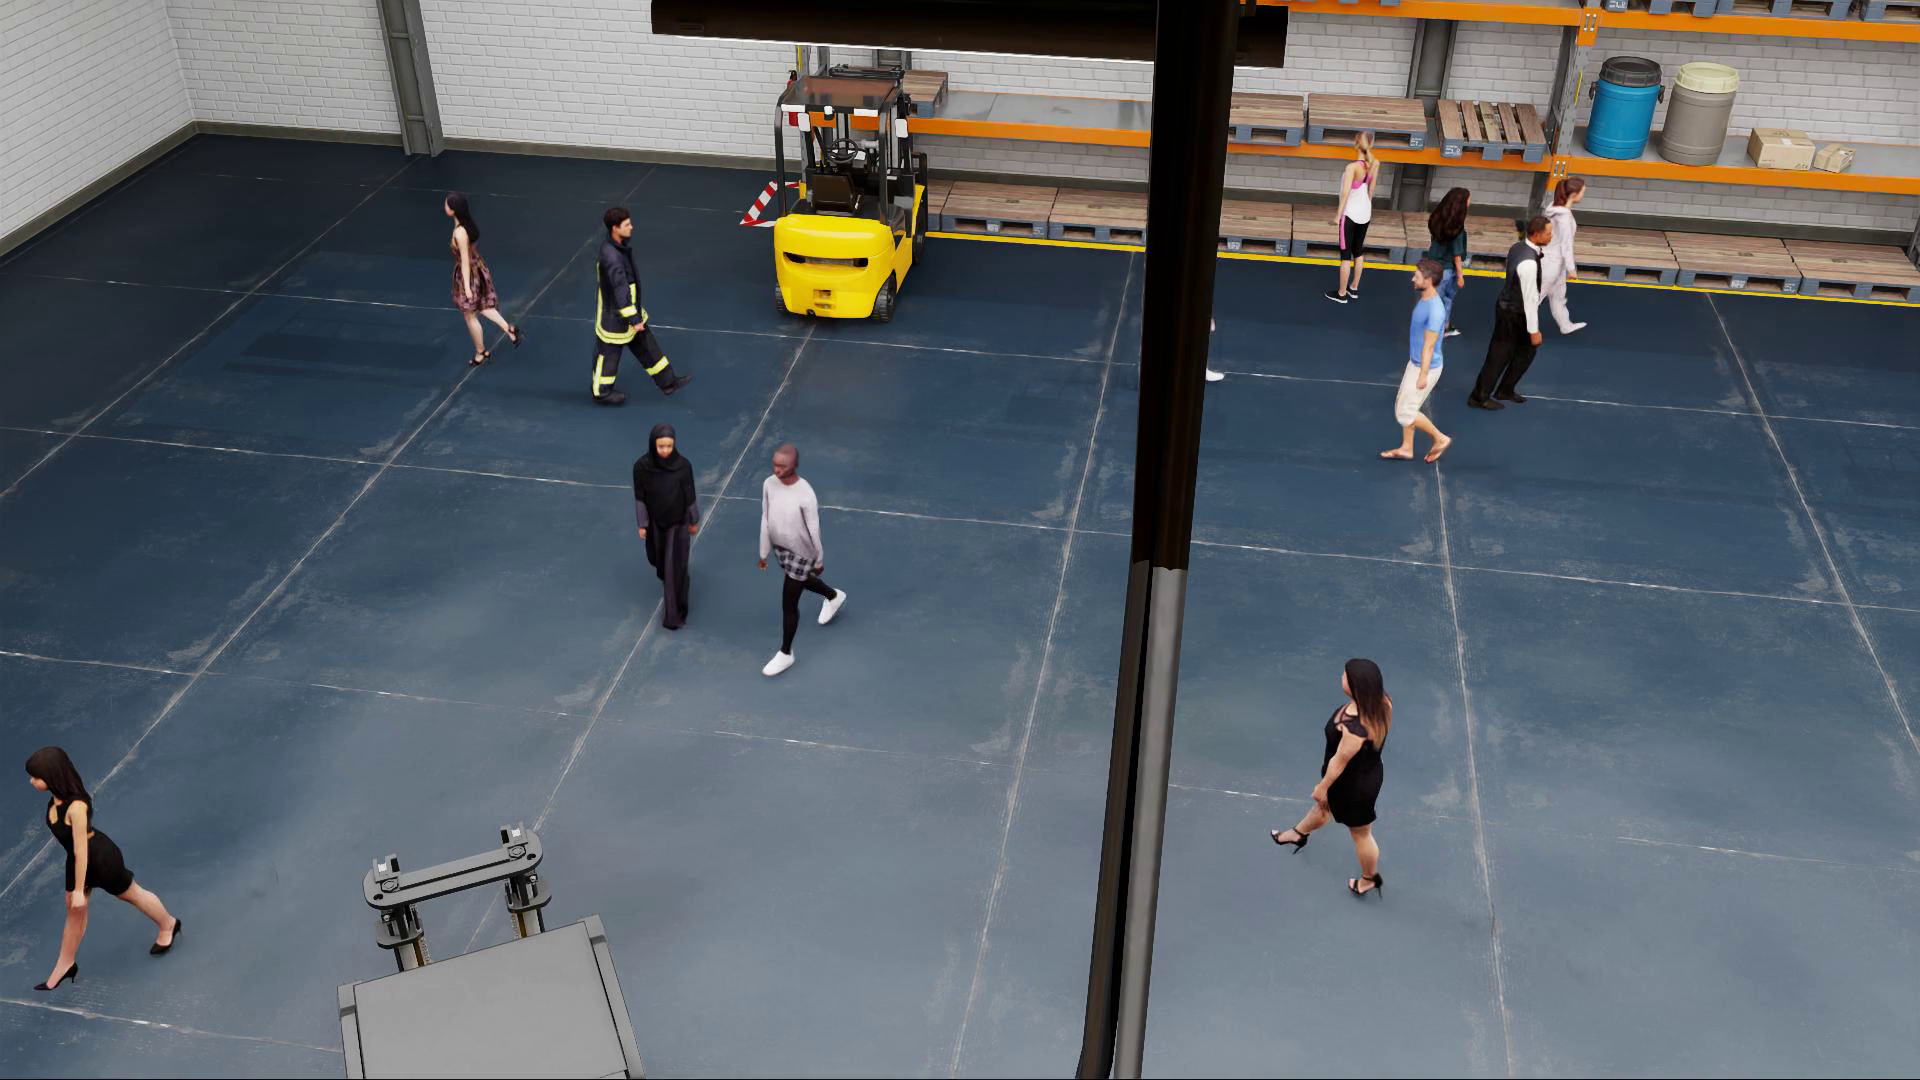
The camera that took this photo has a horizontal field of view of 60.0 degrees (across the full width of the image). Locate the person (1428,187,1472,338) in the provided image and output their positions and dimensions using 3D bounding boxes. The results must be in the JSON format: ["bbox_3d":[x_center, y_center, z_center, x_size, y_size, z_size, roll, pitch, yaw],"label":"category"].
[{"bbox_3d":[4.564,-2.600,15.960,0.873,1.598,0.748,-6,34,-9],"label":"person"}]

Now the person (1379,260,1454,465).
[{"bbox_3d":[3.987,-1.469,14.035,0.818,1.845,0.702,2,34,3],"label":"person"}]

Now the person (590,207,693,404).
[{"bbox_3d":[-3.139,-2.046,14.877,1.211,1.876,0.902,1,34,1],"label":"person"}]

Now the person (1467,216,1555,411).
[{"bbox_3d":[4.819,-1.980,14.762,0.760,1.892,0.695,7,34,10],"label":"person"}]

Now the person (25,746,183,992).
[{"bbox_3d":[-4.766,1.787,9.350,1.043,1.610,0.968,26,42,34],"label":"person"}]

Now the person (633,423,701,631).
[{"bbox_3d":[-2.166,-0.180,12.329,1.046,1.587,0.805,-1,34,-1],"label":"person"}]

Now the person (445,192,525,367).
[{"bbox_3d":[-4.474,-2.416,15.535,0.896,1.762,0.724,-2,34,-2],"label":"person"}]

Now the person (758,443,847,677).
[{"bbox_3d":[-1.108,0.048,11.856,1.217,1.731,1.068,24,41,32],"label":"person"}]

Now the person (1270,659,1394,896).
[{"bbox_3d":[2.401,1.457,9.782,1.093,1.680,0.896,19,38,26],"label":"person"}]

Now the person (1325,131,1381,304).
[{"bbox_3d":[3.992,-3.263,16.786,0.672,1.788,0.736,-20,39,-28],"label":"person"}]
